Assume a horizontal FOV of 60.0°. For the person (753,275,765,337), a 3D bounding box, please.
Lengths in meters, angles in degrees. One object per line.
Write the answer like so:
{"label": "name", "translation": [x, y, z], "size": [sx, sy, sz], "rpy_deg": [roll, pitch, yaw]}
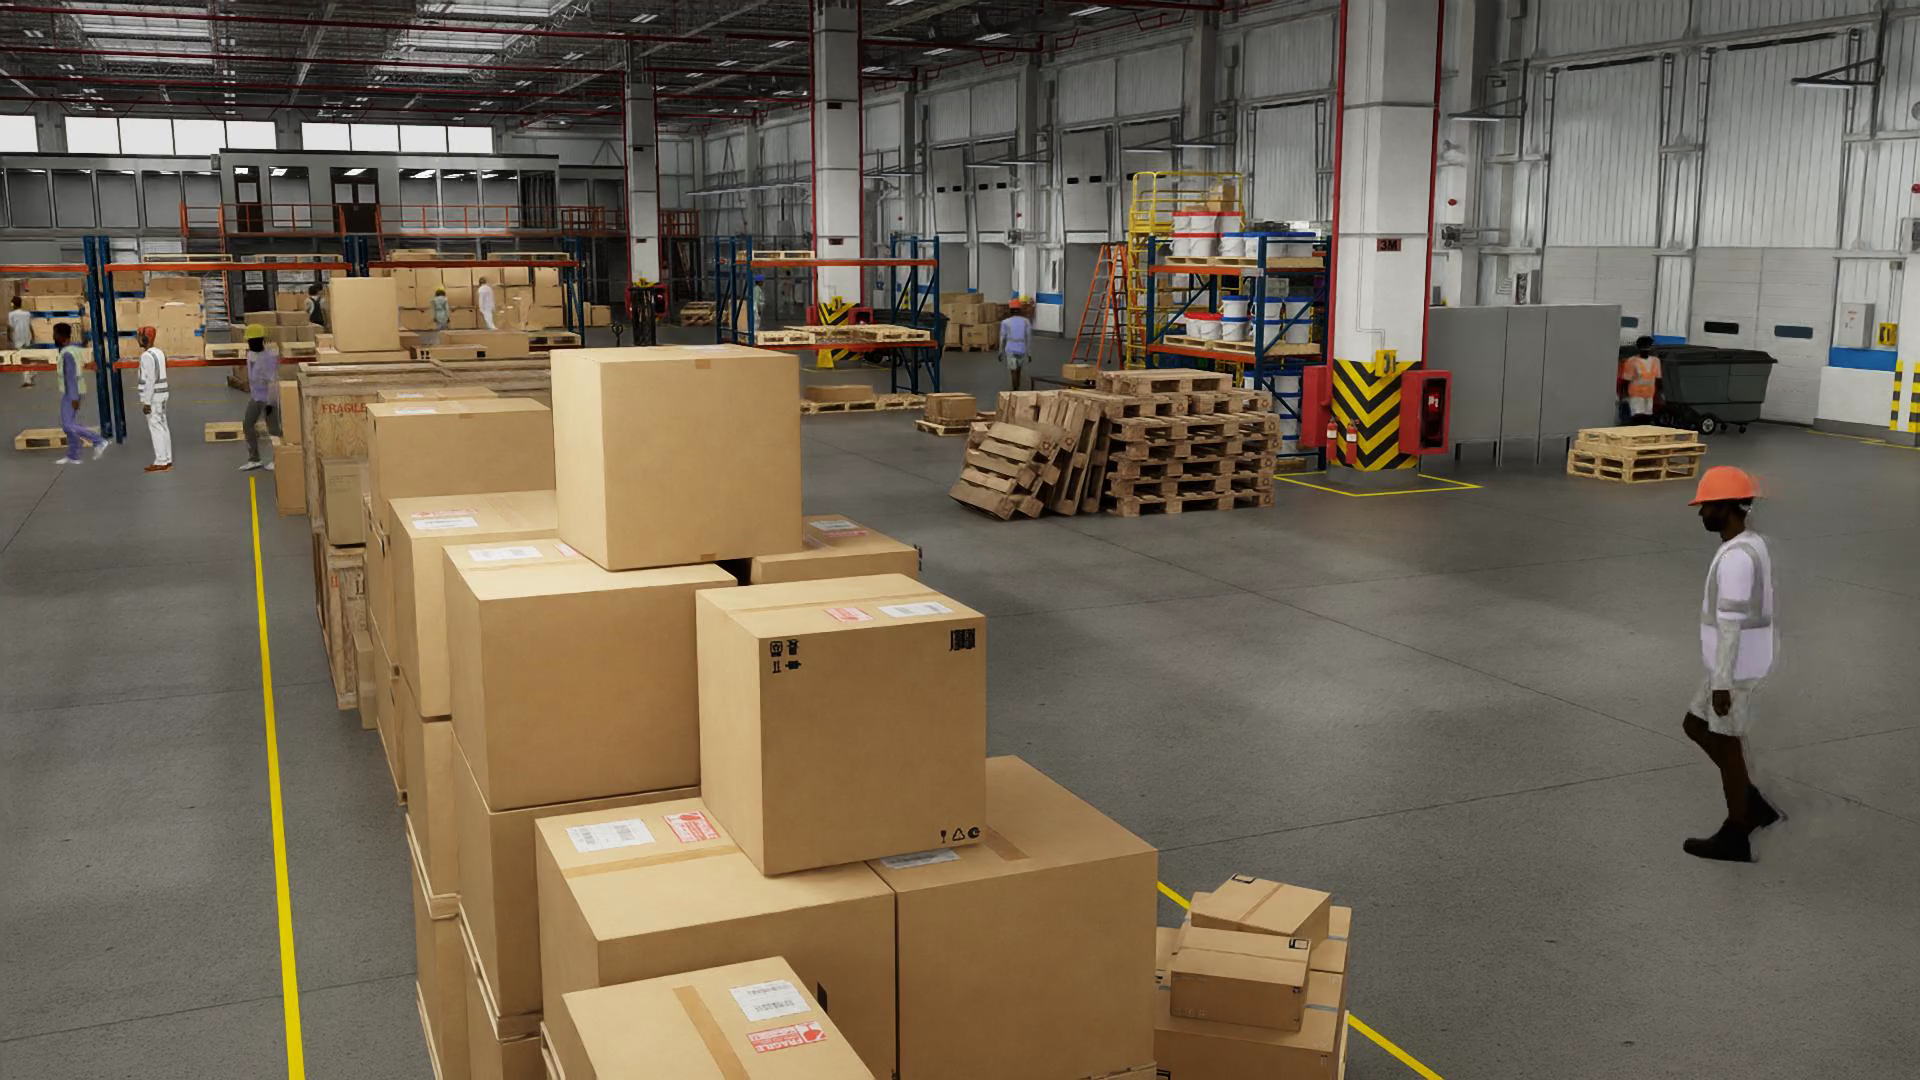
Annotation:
{"label": "person", "translation": [-5.817, -6.675, 48.042], "size": [0.389, 1.949, 0.604], "rpy_deg": [-2, 10, -9]}

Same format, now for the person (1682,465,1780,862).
{"label": "person", "translation": [3.702, 0.599, 8.055], "size": [0.465, 1.908, 0.656], "rpy_deg": [6, 12, 30]}

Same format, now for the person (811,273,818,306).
{"label": "person", "translation": [-4.826, -8.280, 57.185], "size": [0.429, 1.845, 0.621], "rpy_deg": [7, 12, 32]}

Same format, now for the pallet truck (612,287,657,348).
{"label": "pallet truck", "translation": [-6.464, -4.406, 35.401], "size": [0.823, 1.965, 1.885], "rpy_deg": [6, 12, 32]}

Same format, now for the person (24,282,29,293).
{"label": "person", "translation": [-23.492, -5.598, 42.286], "size": [0.987, 1.897, 0.560], "rpy_deg": [-8, 13, -38]}

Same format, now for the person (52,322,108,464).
{"label": "person", "translation": [-11.784, -1.949, 22.128], "size": [0.569, 1.903, 0.596], "rpy_deg": [-5, 11, -26]}

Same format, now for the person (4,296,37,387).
{"label": "person", "translation": [-18.974, -3.996, 33.581], "size": [0.457, 1.845, 0.487], "rpy_deg": [4, 11, 23]}

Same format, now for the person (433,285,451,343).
{"label": "person", "translation": [-14.077, -6.047, 45.158], "size": [0.509, 1.728, 0.405], "rpy_deg": [4, 11, 20]}

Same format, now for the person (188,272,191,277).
{"label": "person", "translation": [-26.876, -8.380, 57.752], "size": [0.925, 1.847, 0.580], "rpy_deg": [1, 10, 8]}

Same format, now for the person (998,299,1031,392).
{"label": "person", "translation": [0.981, -3.447, 30.422], "size": [0.569, 1.882, 0.976], "rpy_deg": [-3, 11, -16]}

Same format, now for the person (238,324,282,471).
{"label": "person", "translation": [-9.047, -1.819, 21.386], "size": [0.629, 1.900, 0.713], "rpy_deg": [7, 12, 33]}

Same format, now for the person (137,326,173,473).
{"label": "person", "translation": [-10.368, -1.804, 21.377], "size": [0.343, 1.882, 0.586], "rpy_deg": [-2, 10, -9]}

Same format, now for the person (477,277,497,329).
{"label": "person", "translation": [-13.642, -6.648, 48.134], "size": [0.738, 1.891, 0.638], "rpy_deg": [3, 11, 17]}

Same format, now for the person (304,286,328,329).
{"label": "person", "translation": [-16.297, -5.497, 41.959], "size": [0.531, 1.794, 0.948], "rpy_deg": [-10, 14, -44]}

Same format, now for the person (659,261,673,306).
{"label": "person", "translation": [-13.103, -11.409, 74.043], "size": [0.612, 1.986, 0.407], "rpy_deg": [0, 10, -2]}

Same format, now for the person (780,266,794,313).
{"label": "person", "translation": [-6.910, -10.012, 66.597], "size": [0.589, 1.895, 0.885], "rpy_deg": [-6, 12, -29]}

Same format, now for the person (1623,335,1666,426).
{"label": "person", "translation": [9.383, -1.969, 22.823], "size": [0.554, 1.674, 0.481], "rpy_deg": [-3, 11, -18]}
